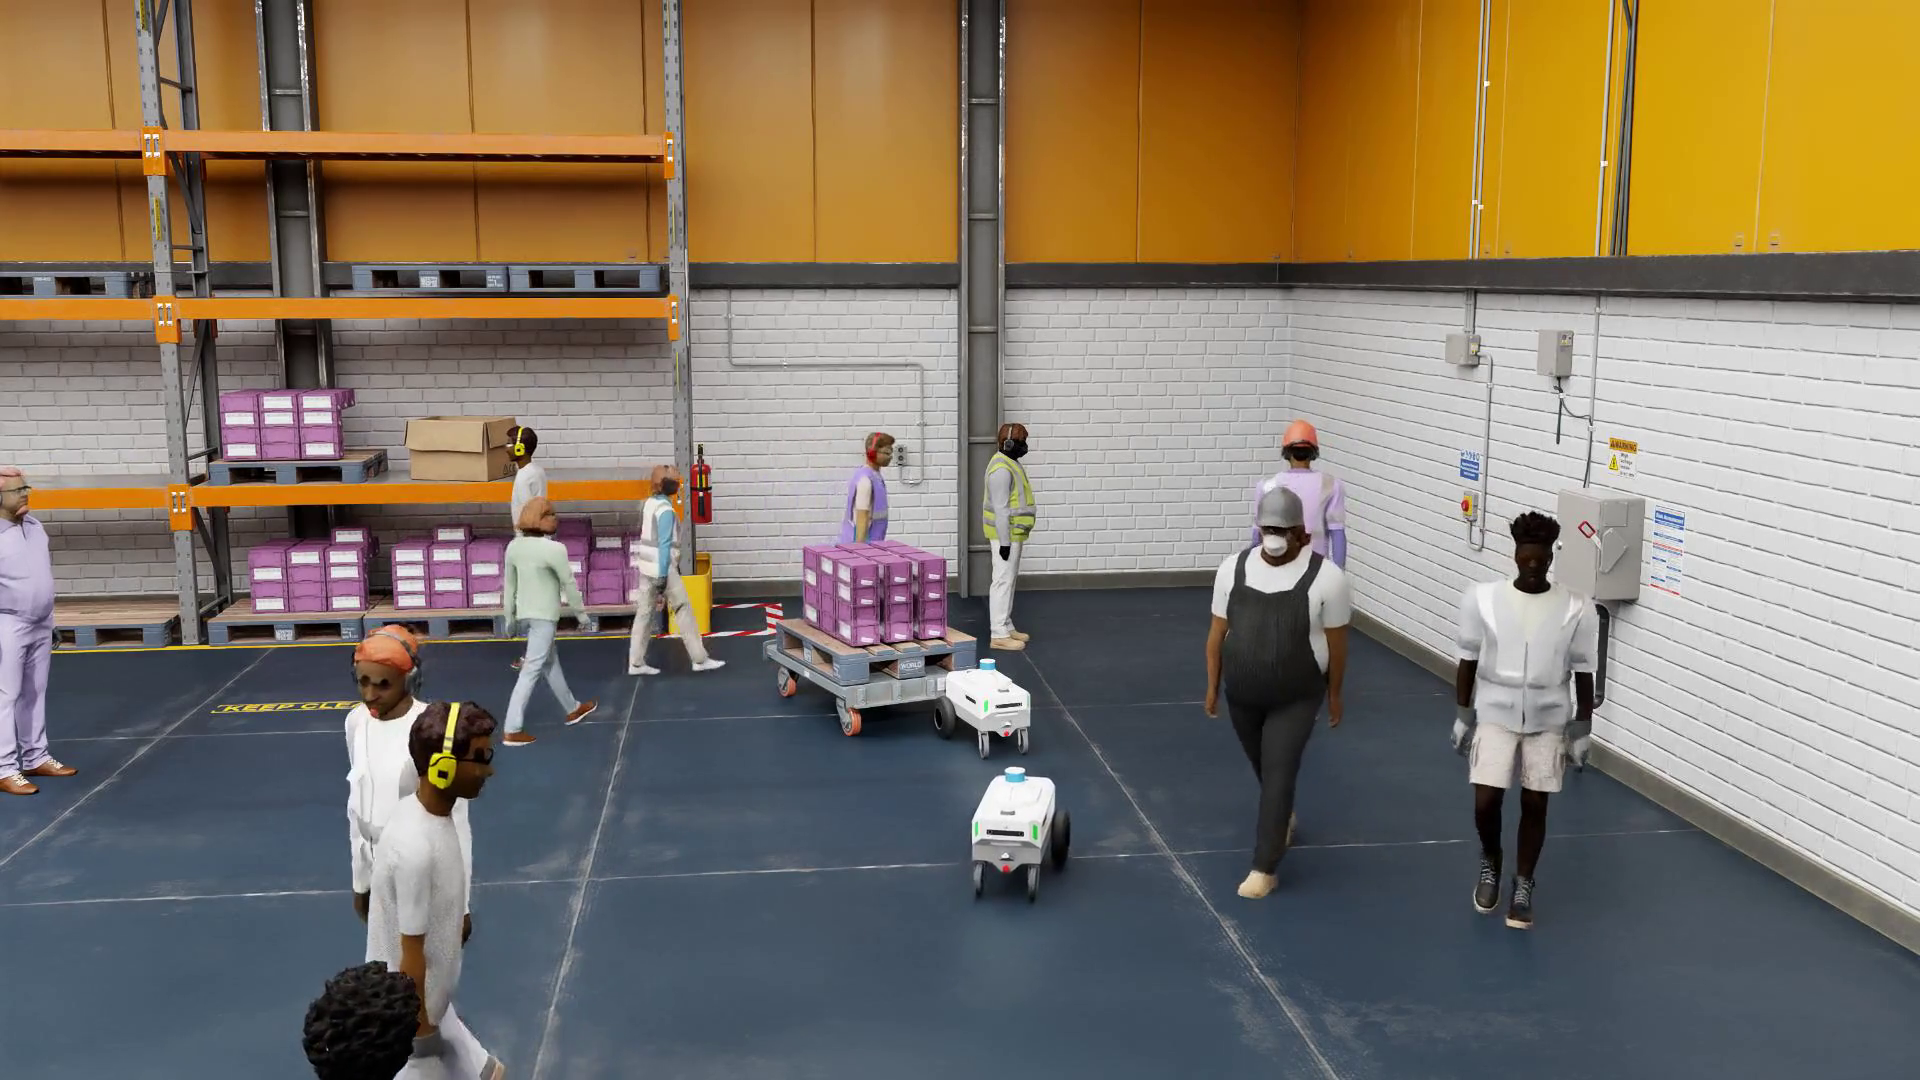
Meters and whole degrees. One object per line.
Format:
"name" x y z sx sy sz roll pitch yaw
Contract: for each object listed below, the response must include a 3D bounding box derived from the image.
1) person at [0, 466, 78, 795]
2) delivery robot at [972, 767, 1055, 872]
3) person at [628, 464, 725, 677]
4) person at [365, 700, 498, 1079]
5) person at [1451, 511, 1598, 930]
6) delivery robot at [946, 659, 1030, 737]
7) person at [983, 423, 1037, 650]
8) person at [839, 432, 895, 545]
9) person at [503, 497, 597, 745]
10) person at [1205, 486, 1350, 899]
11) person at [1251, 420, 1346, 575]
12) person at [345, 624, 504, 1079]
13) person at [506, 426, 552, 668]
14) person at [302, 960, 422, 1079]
"person" -5.531 0.520 9.779 0.408 1.913 0.642 1 9 6
"delivery robot" 0.274 1.382 8.326 0.477 0.478 0.707 2 9 9
"person" -2.156 0.233 12.535 0.803 1.604 0.521 -5 10 -29
"person" -1.518 1.360 4.764 0.443 1.844 0.552 -1 9 -9
"person" 2.601 0.832 7.683 0.632 1.954 0.419 3 9 16
"delivery robot" 0.176 1.007 10.664 0.477 0.478 0.707 -3 10 -21
"person" 0.404 -0.032 13.476 0.429 1.839 0.626 1 9 8
"person" -0.692 0.062 12.934 0.550 1.808 0.694 0 9 0
"person" -2.713 0.508 10.867 0.495 1.585 0.872 7 11 36
"person" 1.592 0.675 8.409 0.689 2.000 1.038 6 11 31
"person" 2.358 0.179 11.585 0.650 2.008 0.958 2 9 13
"person" -1.907 1.194 5.713 0.599 1.864 0.407 7 11 37
"person" -3.325 0.053 12.820 0.331 1.872 0.513 0 9 -1
"person" -1.143 1.660 3.320 0.541 1.700 0.315 2 9 13
